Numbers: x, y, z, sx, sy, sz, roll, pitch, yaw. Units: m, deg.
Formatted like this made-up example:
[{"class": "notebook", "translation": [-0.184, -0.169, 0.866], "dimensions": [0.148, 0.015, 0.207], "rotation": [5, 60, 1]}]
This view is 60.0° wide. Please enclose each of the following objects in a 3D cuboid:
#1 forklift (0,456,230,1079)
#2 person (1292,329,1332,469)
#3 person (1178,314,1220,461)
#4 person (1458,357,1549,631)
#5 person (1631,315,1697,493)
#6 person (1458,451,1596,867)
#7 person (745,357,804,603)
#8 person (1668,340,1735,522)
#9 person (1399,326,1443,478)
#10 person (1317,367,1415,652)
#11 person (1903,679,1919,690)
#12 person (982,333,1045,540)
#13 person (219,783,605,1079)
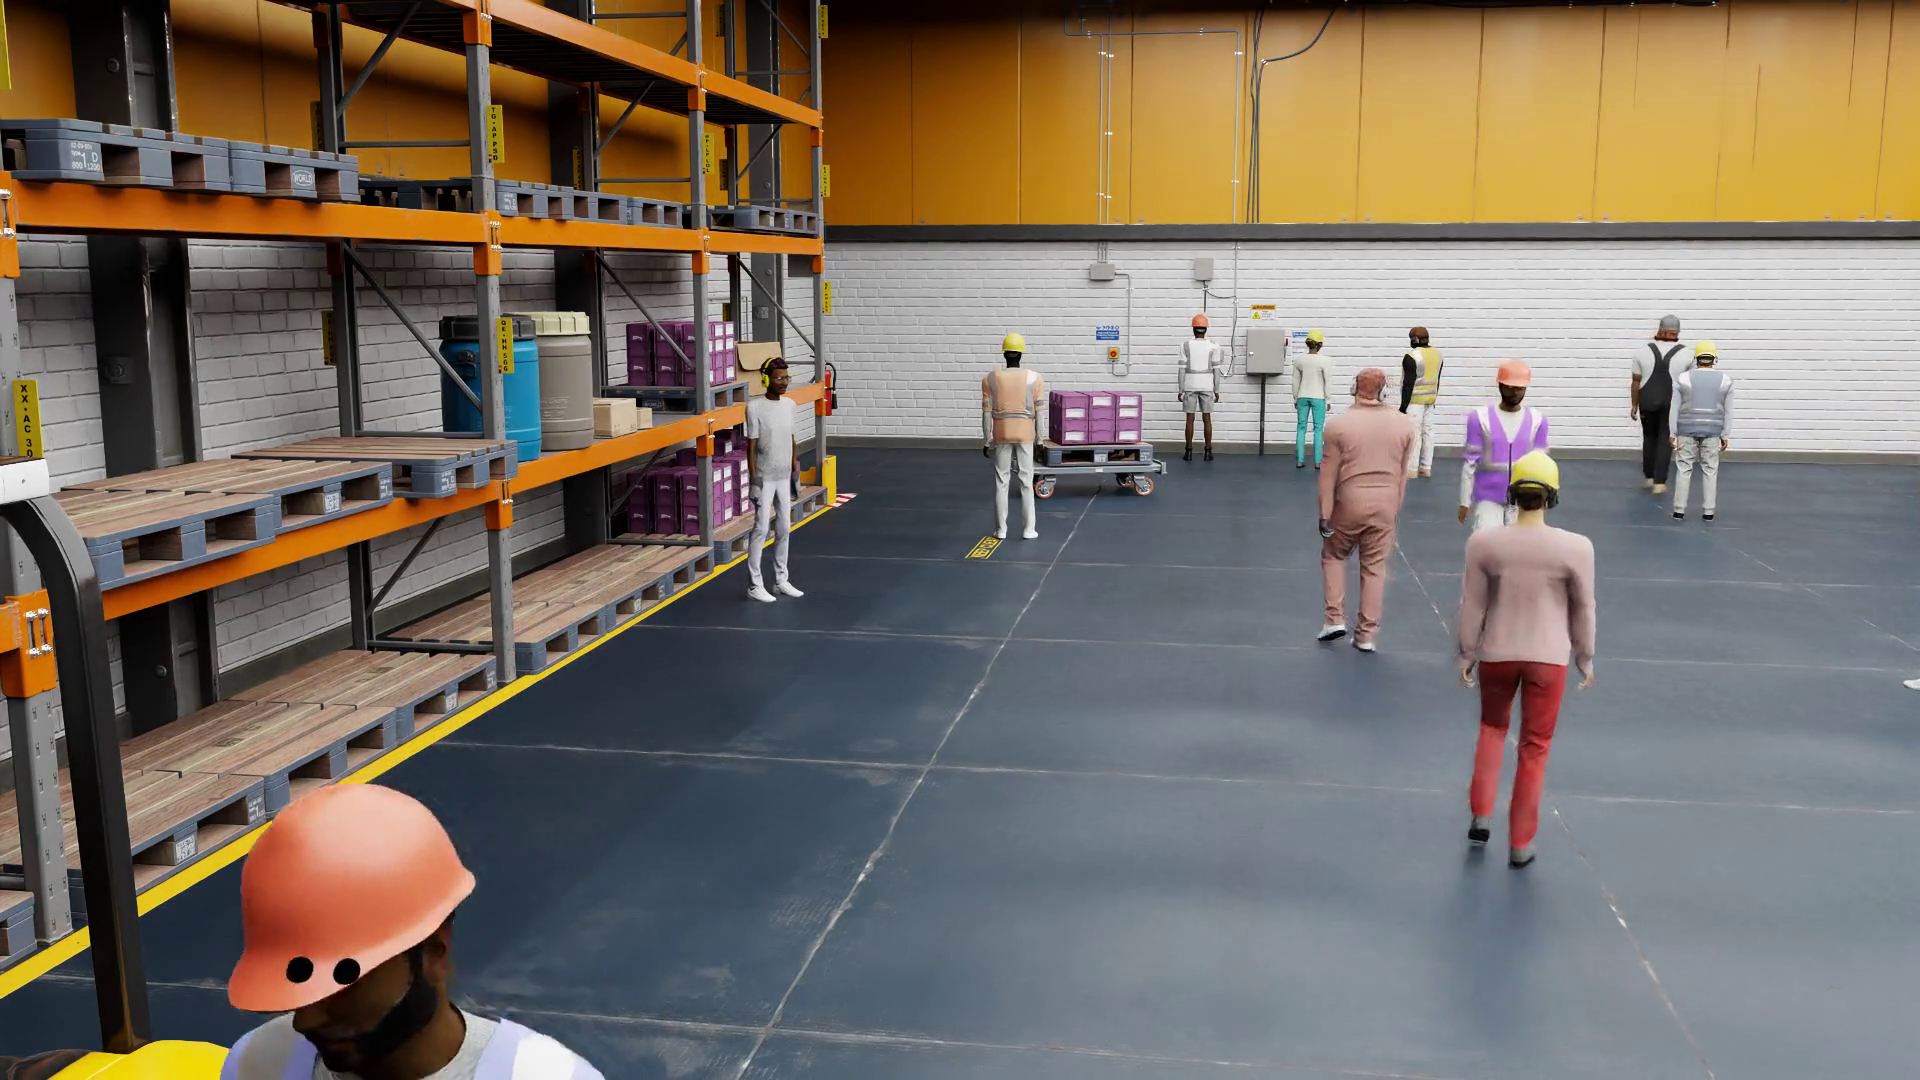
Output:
[{"class": "forklift", "translation": [-2.328, 0.975, 2.765], "dimensions": [2.313, 2.155, 1.214], "rotation": [1, 9, 9]}, {"class": "person", "translation": [4.461, -1.779, 21.066], "dimensions": [0.526, 1.769, 0.329], "rotation": [7, 11, 36]}, {"class": "person", "translation": [3.149, -2.007, 21.949], "dimensions": [0.553, 1.933, 0.368], "rotation": [1, 9, 6]}, {"class": "person", "translation": [3.725, -0.287, 11.384], "dimensions": [0.580, 1.919, 0.418], "rotation": [1, 9, 5]}, {"class": "person", "translation": [8.077, -1.583, 19.012], "dimensions": [0.696, 2.000, 0.926], "rotation": [6, 11, 33]}, {"class": "person", "translation": [2.390, 0.503, 7.032], "dimensions": [0.536, 1.753, 0.404], "rotation": [6, 11, 31]}, {"class": "person", "translation": [-1.418, -0.459, 12.653], "dimensions": [0.318, 1.860, 0.512], "rotation": [8, 12, 40]}, {"class": "person", "translation": [7.388, -1.083, 16.617], "dimensions": [0.586, 1.824, 0.404], "rotation": [2, 9, 14]}, {"class": "person", "translation": [5.546, -1.668, 20.163], "dimensions": [0.621, 1.840, 0.429], "rotation": [-7, 11, -36]}, {"class": "person", "translation": [2.659, -0.201, 11.013], "dimensions": [0.655, 1.878, 0.517], "rotation": [-1, 9, -6]}, {"class": "person", "translation": [5.898, 0.143, 9.647], "dimensions": [0.516, 1.616, 0.631], "rotation": [-3, 10, -18]}, {"class": "person", "translation": [0.493, -0.954, 15.477], "dimensions": [0.585, 1.929, 0.370], "rotation": [1, 9, 4]}, {"class": "person", "translation": [-0.652, 1.216, 2.123], "dimensions": [0.624, 1.918, 0.509], "rotation": [2, 9, 11]}]
